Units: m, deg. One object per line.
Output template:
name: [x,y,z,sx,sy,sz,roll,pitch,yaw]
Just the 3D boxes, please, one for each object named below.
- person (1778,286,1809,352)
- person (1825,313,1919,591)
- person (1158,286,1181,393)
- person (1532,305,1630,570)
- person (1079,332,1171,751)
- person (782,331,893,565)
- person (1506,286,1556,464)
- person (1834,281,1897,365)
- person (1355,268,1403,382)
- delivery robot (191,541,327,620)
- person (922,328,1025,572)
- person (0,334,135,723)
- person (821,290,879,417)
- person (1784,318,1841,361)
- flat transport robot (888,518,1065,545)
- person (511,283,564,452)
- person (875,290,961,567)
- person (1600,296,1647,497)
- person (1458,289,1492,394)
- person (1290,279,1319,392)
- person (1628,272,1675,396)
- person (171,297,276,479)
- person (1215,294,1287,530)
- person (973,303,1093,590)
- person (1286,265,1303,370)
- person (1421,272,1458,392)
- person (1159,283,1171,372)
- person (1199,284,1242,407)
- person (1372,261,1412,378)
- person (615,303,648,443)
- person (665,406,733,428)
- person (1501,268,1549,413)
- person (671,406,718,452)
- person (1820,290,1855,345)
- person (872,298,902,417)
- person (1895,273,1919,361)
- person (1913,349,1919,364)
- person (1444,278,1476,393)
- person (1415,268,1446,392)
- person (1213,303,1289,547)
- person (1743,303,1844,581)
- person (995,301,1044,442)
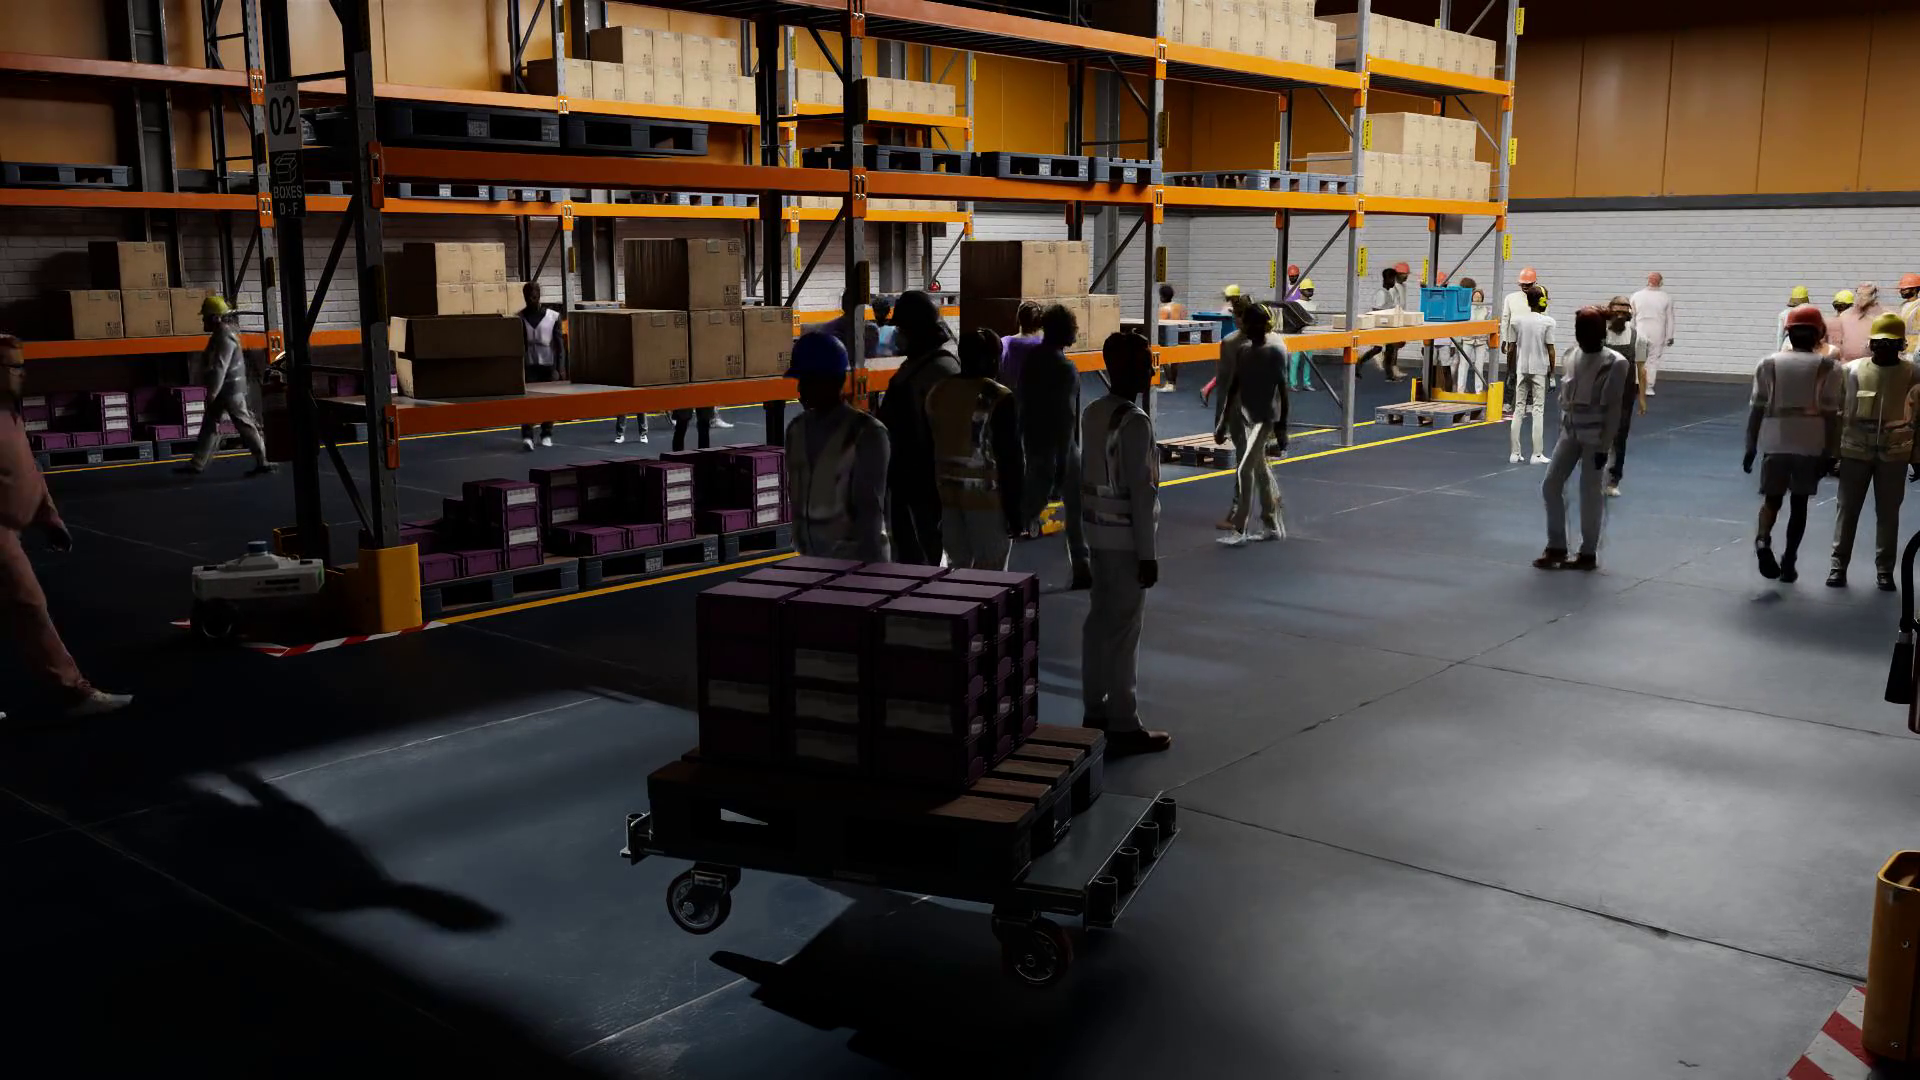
person: [11.296,-2.553,22.484,0.288,1.746,0.487,-8,12,-37]
person: [6.065,-0.583,11.016,0.590,1.833,0.404,5,11,26]
person: [3.264,-3.120,25.929,0.337,1.675,0.624,8,13,37]
person: [4.288,-0.682,11.519,0.630,1.850,0.598,-5,11,-28]
person: [0.733,0.010,7.502,0.349,1.881,0.584,-4,11,-20]
person: [-0.582,0.109,6.839,0.626,1.902,0.929,8,13,39]
person: [5.989,-1.724,17.425,0.535,1.865,0.312,9,14,42]
person: [10.166,-1.959,18.702,0.528,1.892,0.639,-7,12,-35]
person: [7.068,-3.635,28.155,0.838,1.932,0.662,5,11,24]
delivery robot: [-4.059,0.249,9.650,0.707,0.478,0.477,-4,11,-21]
person: [0.099,-0.195,8.782,0.637,1.842,0.429,9,13,42]
person: [-4.424,-0.032,7.805,0.968,1.852,0.674,-3,10,-17]
person: [-1.065,-1.379,15.364,0.632,1.915,0.851,6,11,29]
person: [8.175,-1.356,16.058,0.517,1.615,0.662,5,11,25]
flat transport robot: [0.130,-0.119,12.819,0.652,0.197,1.431,8,13,38]
person: [-4.731,-1.931,18.609,0.599,1.864,1.012,-2,10,-11]
person: [-0.247,-0.388,9.315,0.536,2.000,0.692,-4,11,-21]
person: [5.914,-1.278,15.009,0.527,1.828,0.513,2,10,13]
person: [7.768,-2.964,25.121,0.512,1.642,0.312,2,10,10]
person: [5.427,-3.214,26.177,0.533,1.772,0.297,-4,11,-24]
person: [10.581,-3.145,25.435,0.658,1.890,0.433,8,13,37]
person: [-7.211,-1.473,16.230,0.934,1.785,0.586,-6,12,-32]
person: [2.401,-1.058,13.595,0.954,1.901,0.641,-8,13,-39]
person: [0.549,-0.588,10.861,0.917,1.908,0.631,-5,11,-28]
person: [6.171,-4.123,30.872,0.552,1.936,0.359,3,10,15]
person: [6.619,-2.735,23.000,0.543,1.931,0.376,8,13,39]
person: [3.694,-3.840,30.172,0.394,1.622,0.512,-1,10,-3]
person: [3.770,-2.727,23.455,0.691,1.747,0.554,2,10,10]
person: [7.568,-3.849,29.075,0.654,2.021,0.633,8,13,37]
person: [-3.825,-1.921,19.240,0.498,1.626,0.288,0,10,0]
person: [-3.265,-2.312,20.701,0.768,1.900,0.587,-2,10,-8]
person: [7.731,-2.732,22.817,0.609,1.986,0.391,4,11,22]
person: [-2.512,-1.444,15.680,0.572,1.926,0.404,-5,11,-29]
person: [10.273,-2.030,19.439,0.304,1.772,0.522,-7,12,-33]
person: [-0.865,-2.047,19.802,0.538,1.673,0.720,5,11,28]
person: [12.108,-2.436,21.275,0.374,1.933,0.550,0,10,-1]
person: [9.490,-1.352,16.095,0.554,1.586,0.766,4,11,20]
person: [7.767,-3.156,25.798,0.432,1.797,0.689,-4,11,-19]
person: [6.786,-2.898,23.774,0.673,1.982,0.631,-1,10,-8]
person: [2.161,-0.863,12.602,0.847,1.832,0.535,-5,11,-28]
person: [5.548,-0.628,11.127,0.553,1.900,0.732,7,12,33]
person: [0.518,-0.985,13.302,0.561,1.836,0.379,4,11,23]
